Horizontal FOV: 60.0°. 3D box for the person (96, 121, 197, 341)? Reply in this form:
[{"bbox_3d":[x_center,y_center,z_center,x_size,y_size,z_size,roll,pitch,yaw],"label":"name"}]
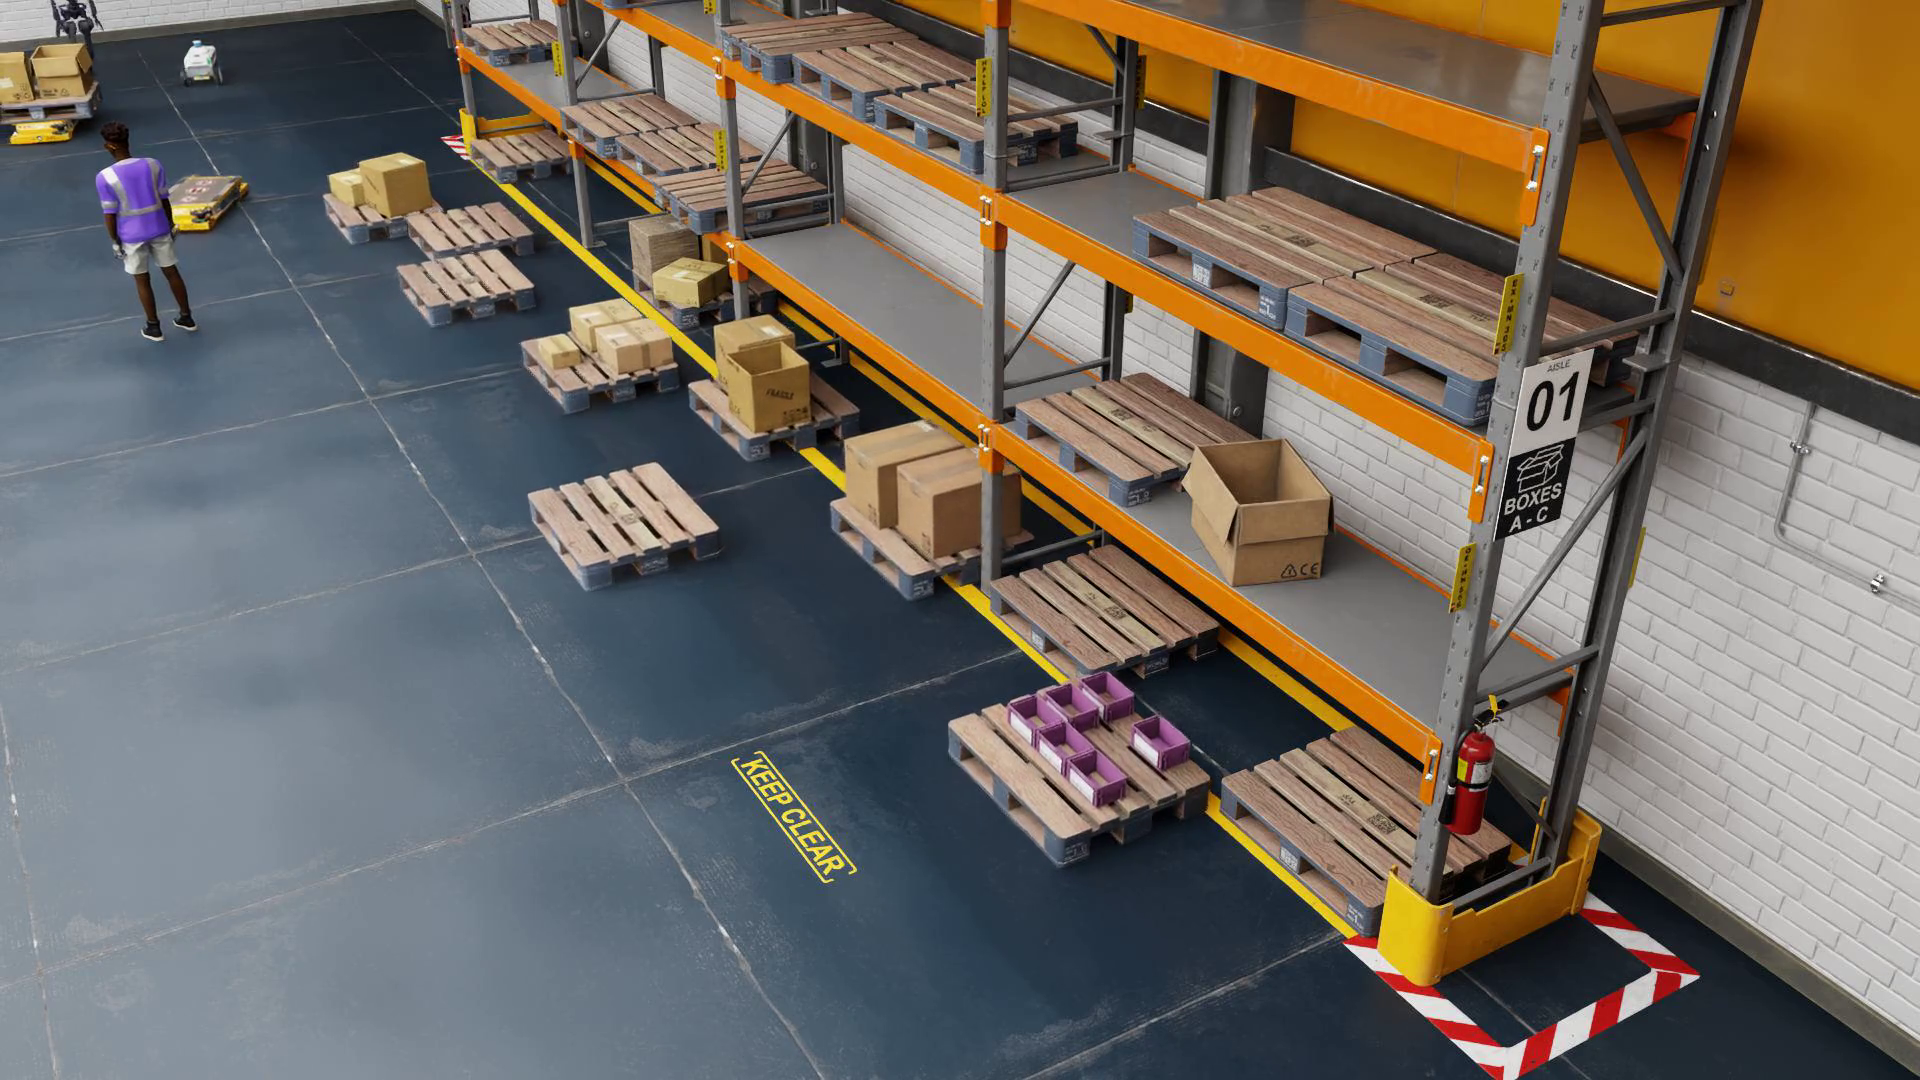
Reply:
[{"bbox_3d":[-7.249,-2.733,14.750,0.366,1.958,0.606,24,37,35],"label":"person"}]

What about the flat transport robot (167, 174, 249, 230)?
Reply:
[{"bbox_3d":[-8.311,-3.683,18.134,0.659,0.231,1.431,-2,30,-4],"label":"flat transport robot"}]

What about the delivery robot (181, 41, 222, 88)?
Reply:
[{"bbox_3d":[-10.463,-6.565,22.936,0.499,0.599,0.784,-8,30,-13],"label":"delivery robot"}]

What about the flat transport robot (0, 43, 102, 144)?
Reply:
[{"bbox_3d":[-11.492,-5.285,20.962,0.659,0.231,1.431,-9,31,-15],"label":"flat transport robot"}]

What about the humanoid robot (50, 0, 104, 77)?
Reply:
[{"bbox_3d":[-12.169,-7.172,22.892,0.607,1.641,0.430,-23,37,-35],"label":"humanoid robot"}]
